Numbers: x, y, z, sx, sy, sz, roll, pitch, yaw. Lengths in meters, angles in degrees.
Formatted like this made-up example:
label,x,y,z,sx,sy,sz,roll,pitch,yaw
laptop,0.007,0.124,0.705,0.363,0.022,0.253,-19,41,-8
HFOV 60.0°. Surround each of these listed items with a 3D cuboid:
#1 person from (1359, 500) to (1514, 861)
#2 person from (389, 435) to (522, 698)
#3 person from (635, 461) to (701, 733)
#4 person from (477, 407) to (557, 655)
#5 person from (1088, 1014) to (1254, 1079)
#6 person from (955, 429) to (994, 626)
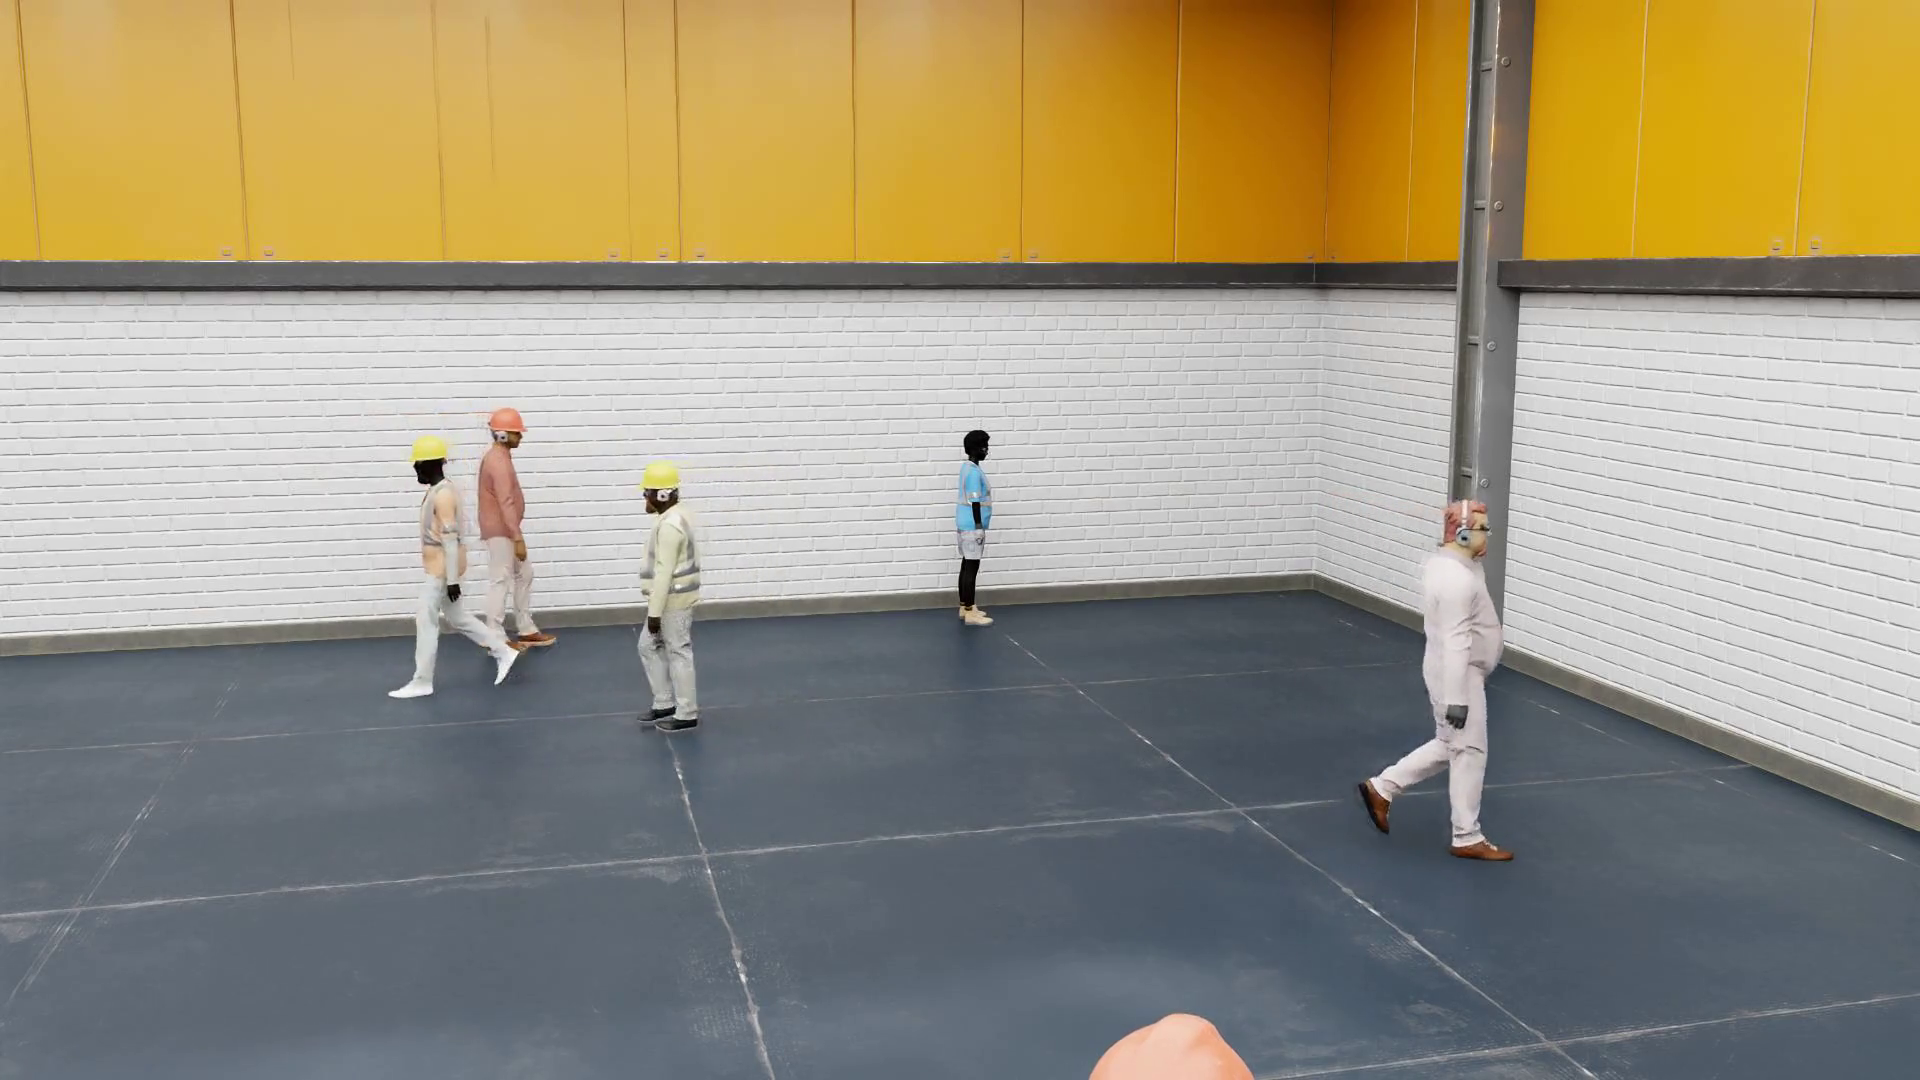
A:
label,x,y,z,sx,sy,sz,roll,pitch,yaw
person,2.500,0.721,8.608,0.709,1.887,0.650,2,9,12
person,-3.654,0.179,11.974,0.887,1.899,0.599,-3,10,-19
person,-1.983,0.386,10.904,0.568,1.813,0.627,-1,9,-7
person,-3.481,-0.062,13.187,0.675,1.976,0.659,-3,9,-17
person,0.272,1.647,2.334,0.606,2.044,0.374,4,10,26
person,0.121,-0.112,14.406,0.319,1.693,0.532,-1,9,-8
